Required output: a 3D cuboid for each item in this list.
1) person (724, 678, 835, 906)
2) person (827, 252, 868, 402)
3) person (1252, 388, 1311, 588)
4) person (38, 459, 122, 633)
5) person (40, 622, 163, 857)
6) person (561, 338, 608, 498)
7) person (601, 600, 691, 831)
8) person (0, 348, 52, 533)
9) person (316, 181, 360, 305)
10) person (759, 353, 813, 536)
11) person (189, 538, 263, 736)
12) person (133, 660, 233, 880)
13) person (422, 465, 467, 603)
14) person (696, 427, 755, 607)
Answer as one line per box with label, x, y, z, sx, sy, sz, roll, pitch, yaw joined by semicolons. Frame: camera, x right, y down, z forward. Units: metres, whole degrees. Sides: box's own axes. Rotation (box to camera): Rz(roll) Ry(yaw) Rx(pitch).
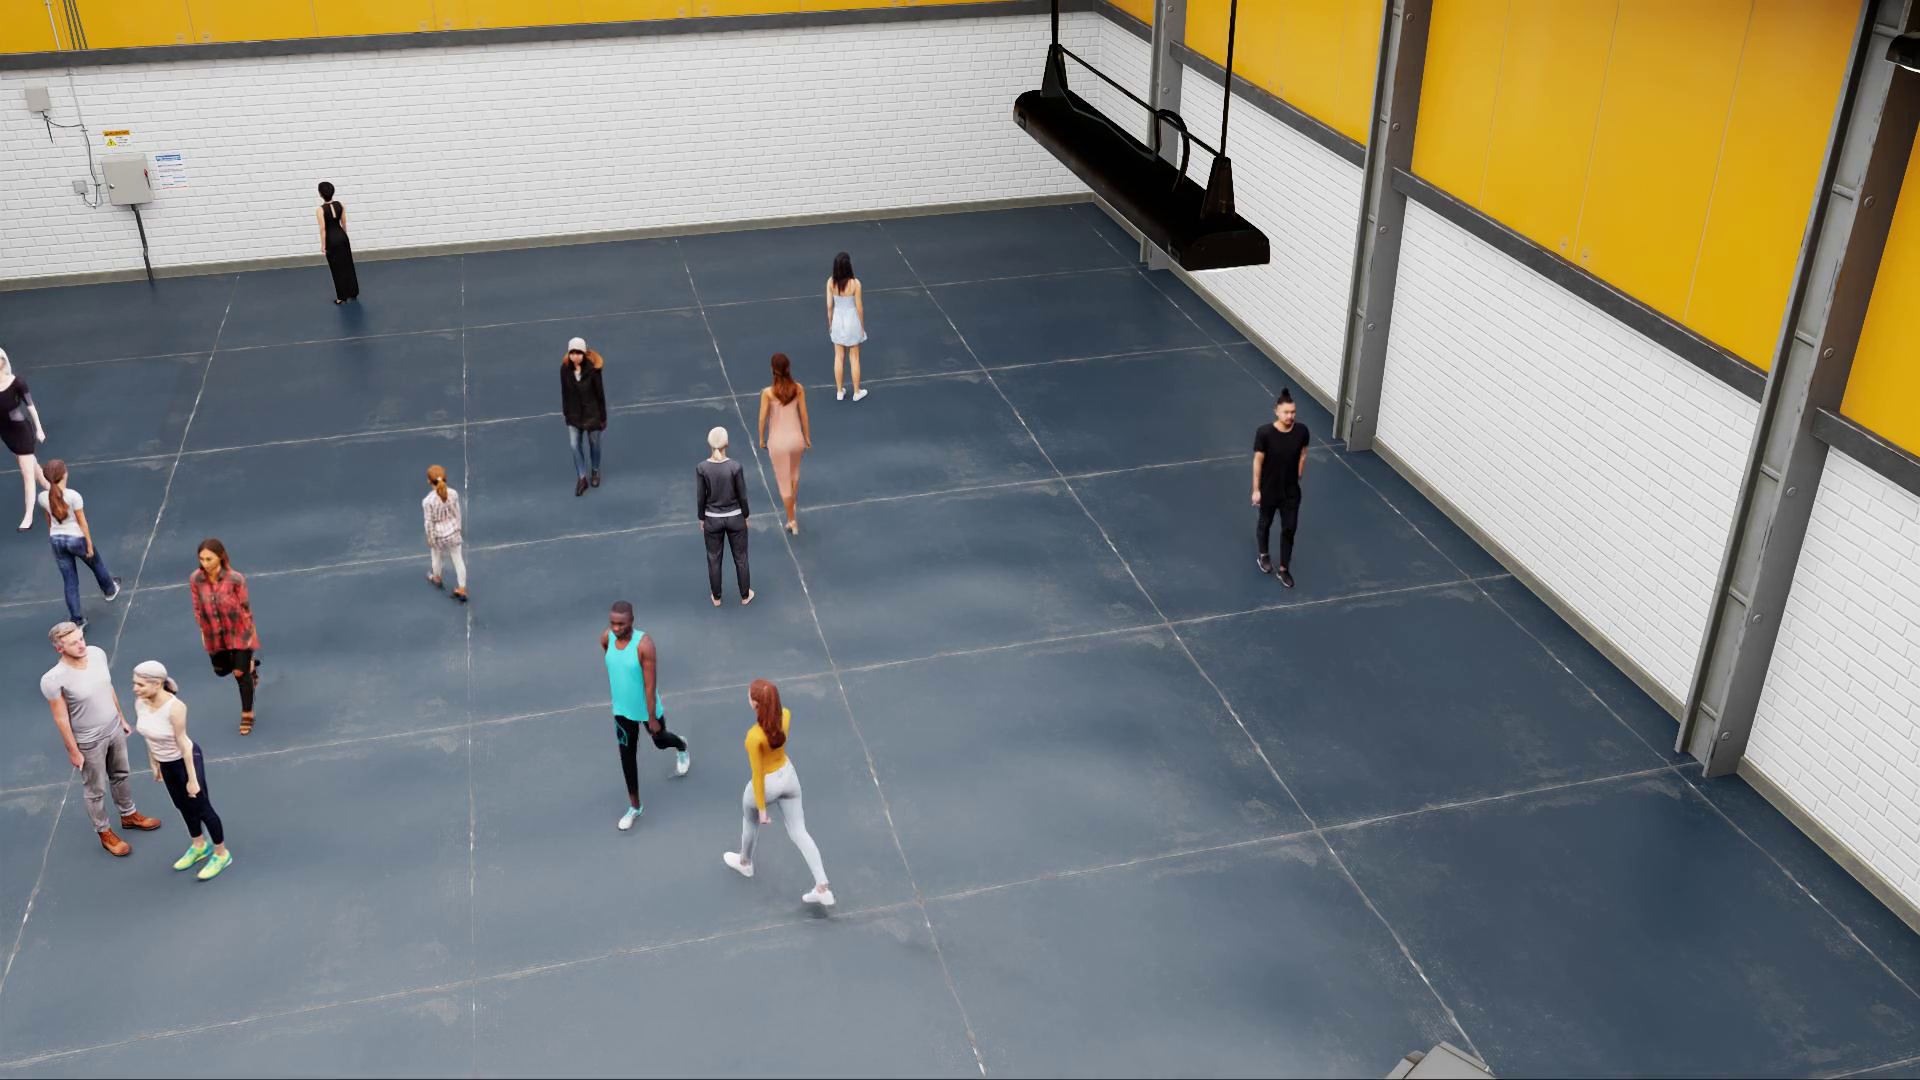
person;-1.167;1.720;11.172;1.258;1.702;1.008;22;36;35
person;-1.284;-2.407;18.710;0.672;1.730;0.679;7;29;12
person;2.866;-0.542;15.170;0.779;1.844;0.923;-2;29;-3
person;-7.719;0.067;14.392;0.701;1.521;1.088;-2;29;-3
person;-6.096;1.356;11.705;0.830;1.831;0.692;7;29;13
person;-3.773;-1.301;16.796;0.735;1.621;0.824;0;29;0
person;-2.291;1.171;12.100;1.075;1.778;1.233;9;30;16
person;-9.106;-1.045;16.151;0.780;1.789;1.143;-1;29;-1
person;-8.049;-3.840;21.467;0.702;1.604;0.646;16;33;27
person;-1.632;-0.875;15.809;0.655;1.817;0.757;-10;30;-18
person;-5.704;0.699;13.062;0.758;1.685;0.940;1;29;2
person;-5.382;1.551;11.480;0.678;1.703;0.728;14;32;24
person;-4.553;-0.037;14.829;0.755;1.285;0.902;-23;36;-36
person;-2.082;-0.211;14.686;0.649;1.726;0.585;-1;29;-3
